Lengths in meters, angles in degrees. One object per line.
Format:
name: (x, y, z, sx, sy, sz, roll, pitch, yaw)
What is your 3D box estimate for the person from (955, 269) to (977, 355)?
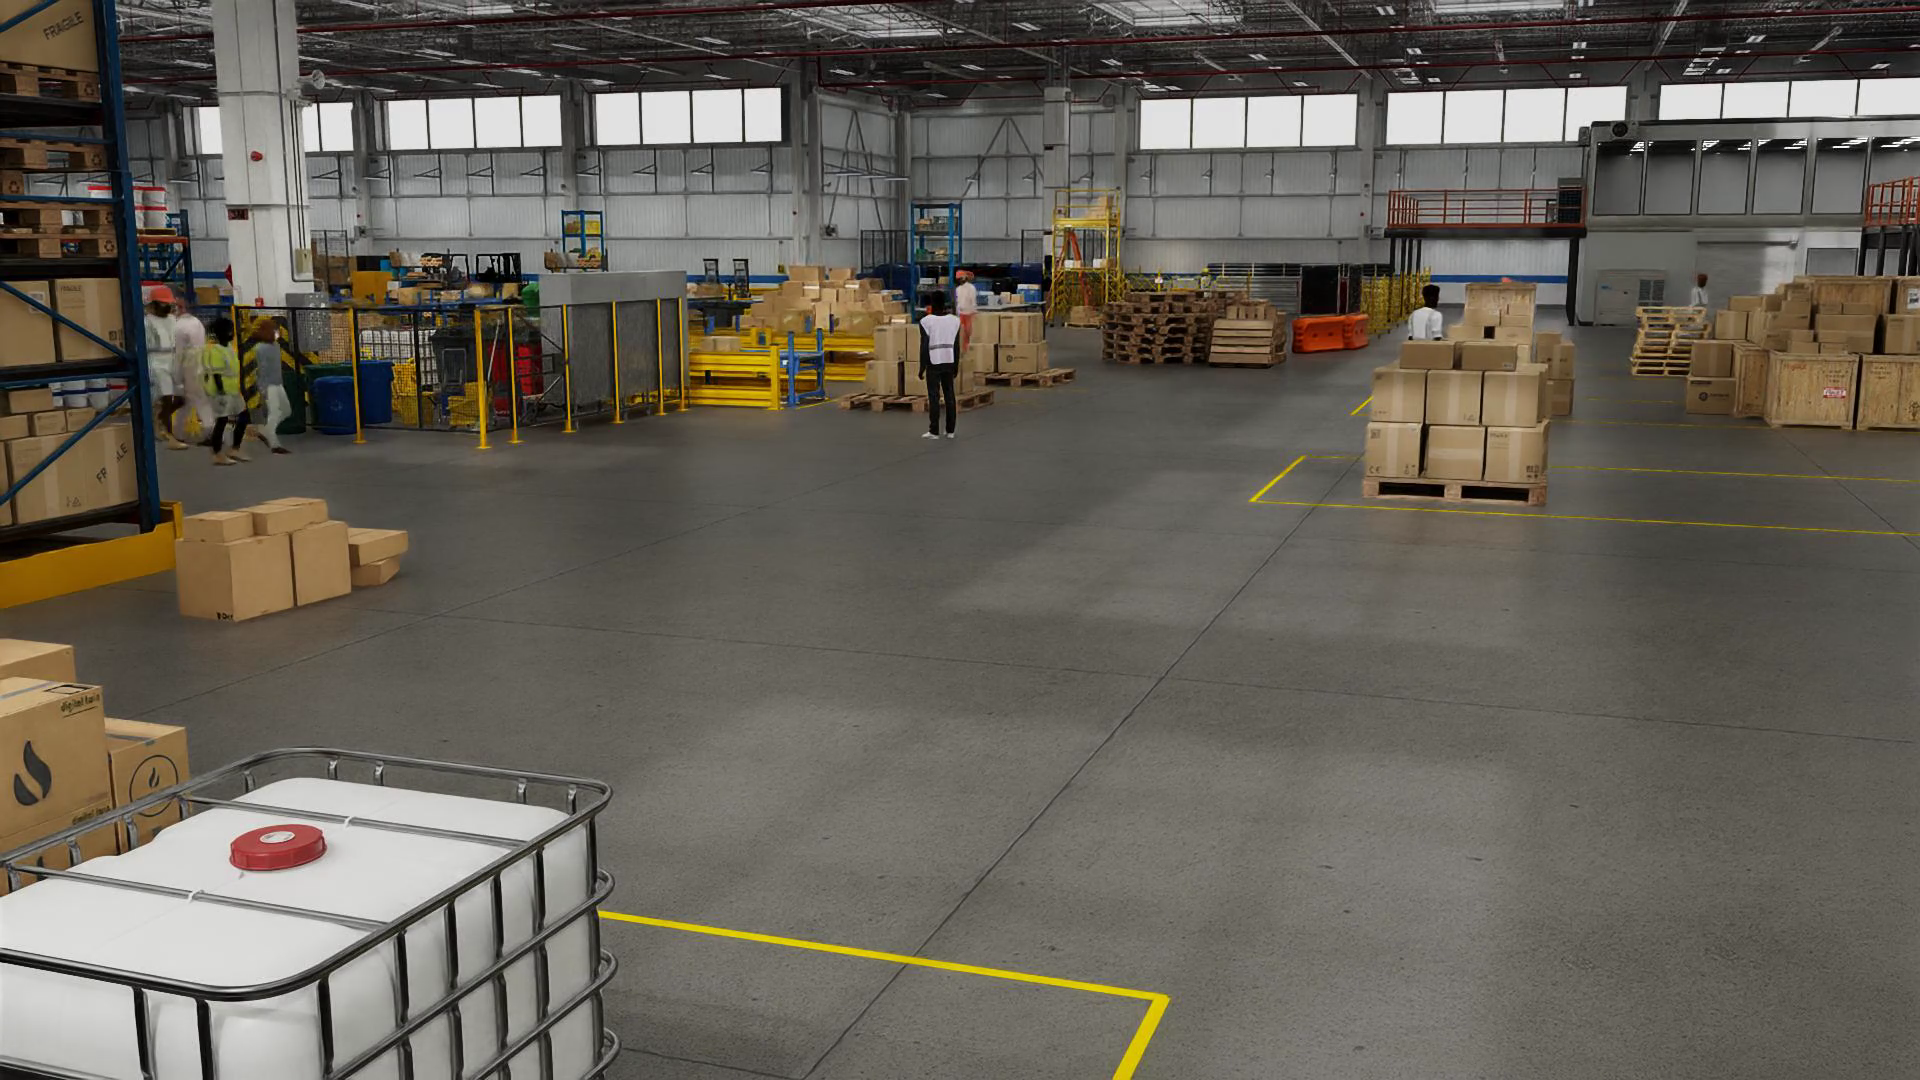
person: (0.191, -5.180, 37.862, 0.610, 1.950, 0.663, -9, 14, -43)

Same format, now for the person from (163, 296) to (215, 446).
person: (-9.677, -2.076, 20.632, 0.947, 1.858, 0.657, 0, 10, -2)

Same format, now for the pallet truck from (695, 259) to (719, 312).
pallet truck: (-9.165, -9.627, 62.776, 0.823, 1.965, 1.885, 4, 11, 23)

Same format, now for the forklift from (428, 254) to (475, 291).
forklift: (-20.133, -10.254, 65.465, 1.157, 1.987, 2.680, 3, 11, 19)

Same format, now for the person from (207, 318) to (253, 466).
person: (-8.298, -1.674, 18.877, 0.530, 1.674, 0.552, 0, 10, 0)

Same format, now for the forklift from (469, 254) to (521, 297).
forklift: (-17.990, -10.121, 64.684, 1.157, 1.987, 2.680, 3, 11, 17)

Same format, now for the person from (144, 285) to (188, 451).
person: (-9.776, -2.107, 20.356, 0.666, 2.020, 0.620, 5, 11, 26)

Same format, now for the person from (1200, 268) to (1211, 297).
person: (8.182, -8.218, 55.565, 0.489, 1.739, 0.323, -9, 13, -40)

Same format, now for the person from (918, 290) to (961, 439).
person: (-0.265, -2.265, 21.536, 0.592, 1.920, 0.392, -6, 12, -30)

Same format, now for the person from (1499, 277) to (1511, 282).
person: (9.810, -3.779, 30.059, 0.564, 1.915, 0.511, 8, 13, 39)

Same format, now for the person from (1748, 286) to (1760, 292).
person: (27.428, -8.523, 57.584, 0.494, 1.624, 0.279, 4, 11, 24)

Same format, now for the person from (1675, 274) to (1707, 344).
person: (16.767, -5.144, 37.953, 0.594, 1.860, 0.861, -8, 13, -38)

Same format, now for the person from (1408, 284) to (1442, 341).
person: (6.431, -2.539, 22.940, 0.369, 1.967, 0.601, -5, 11, -27)

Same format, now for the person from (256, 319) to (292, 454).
person: (-8.241, -1.829, 19.912, 0.387, 1.618, 0.523, 1, 10, 3)

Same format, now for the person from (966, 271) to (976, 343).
person: (0.103, -5.255, 38.400, 0.760, 1.907, 0.567, 4, 11, 20)

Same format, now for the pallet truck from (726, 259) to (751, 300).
pallet truck: (-7.986, -9.493, 62.019, 0.823, 1.965, 1.885, 3, 11, 17)
